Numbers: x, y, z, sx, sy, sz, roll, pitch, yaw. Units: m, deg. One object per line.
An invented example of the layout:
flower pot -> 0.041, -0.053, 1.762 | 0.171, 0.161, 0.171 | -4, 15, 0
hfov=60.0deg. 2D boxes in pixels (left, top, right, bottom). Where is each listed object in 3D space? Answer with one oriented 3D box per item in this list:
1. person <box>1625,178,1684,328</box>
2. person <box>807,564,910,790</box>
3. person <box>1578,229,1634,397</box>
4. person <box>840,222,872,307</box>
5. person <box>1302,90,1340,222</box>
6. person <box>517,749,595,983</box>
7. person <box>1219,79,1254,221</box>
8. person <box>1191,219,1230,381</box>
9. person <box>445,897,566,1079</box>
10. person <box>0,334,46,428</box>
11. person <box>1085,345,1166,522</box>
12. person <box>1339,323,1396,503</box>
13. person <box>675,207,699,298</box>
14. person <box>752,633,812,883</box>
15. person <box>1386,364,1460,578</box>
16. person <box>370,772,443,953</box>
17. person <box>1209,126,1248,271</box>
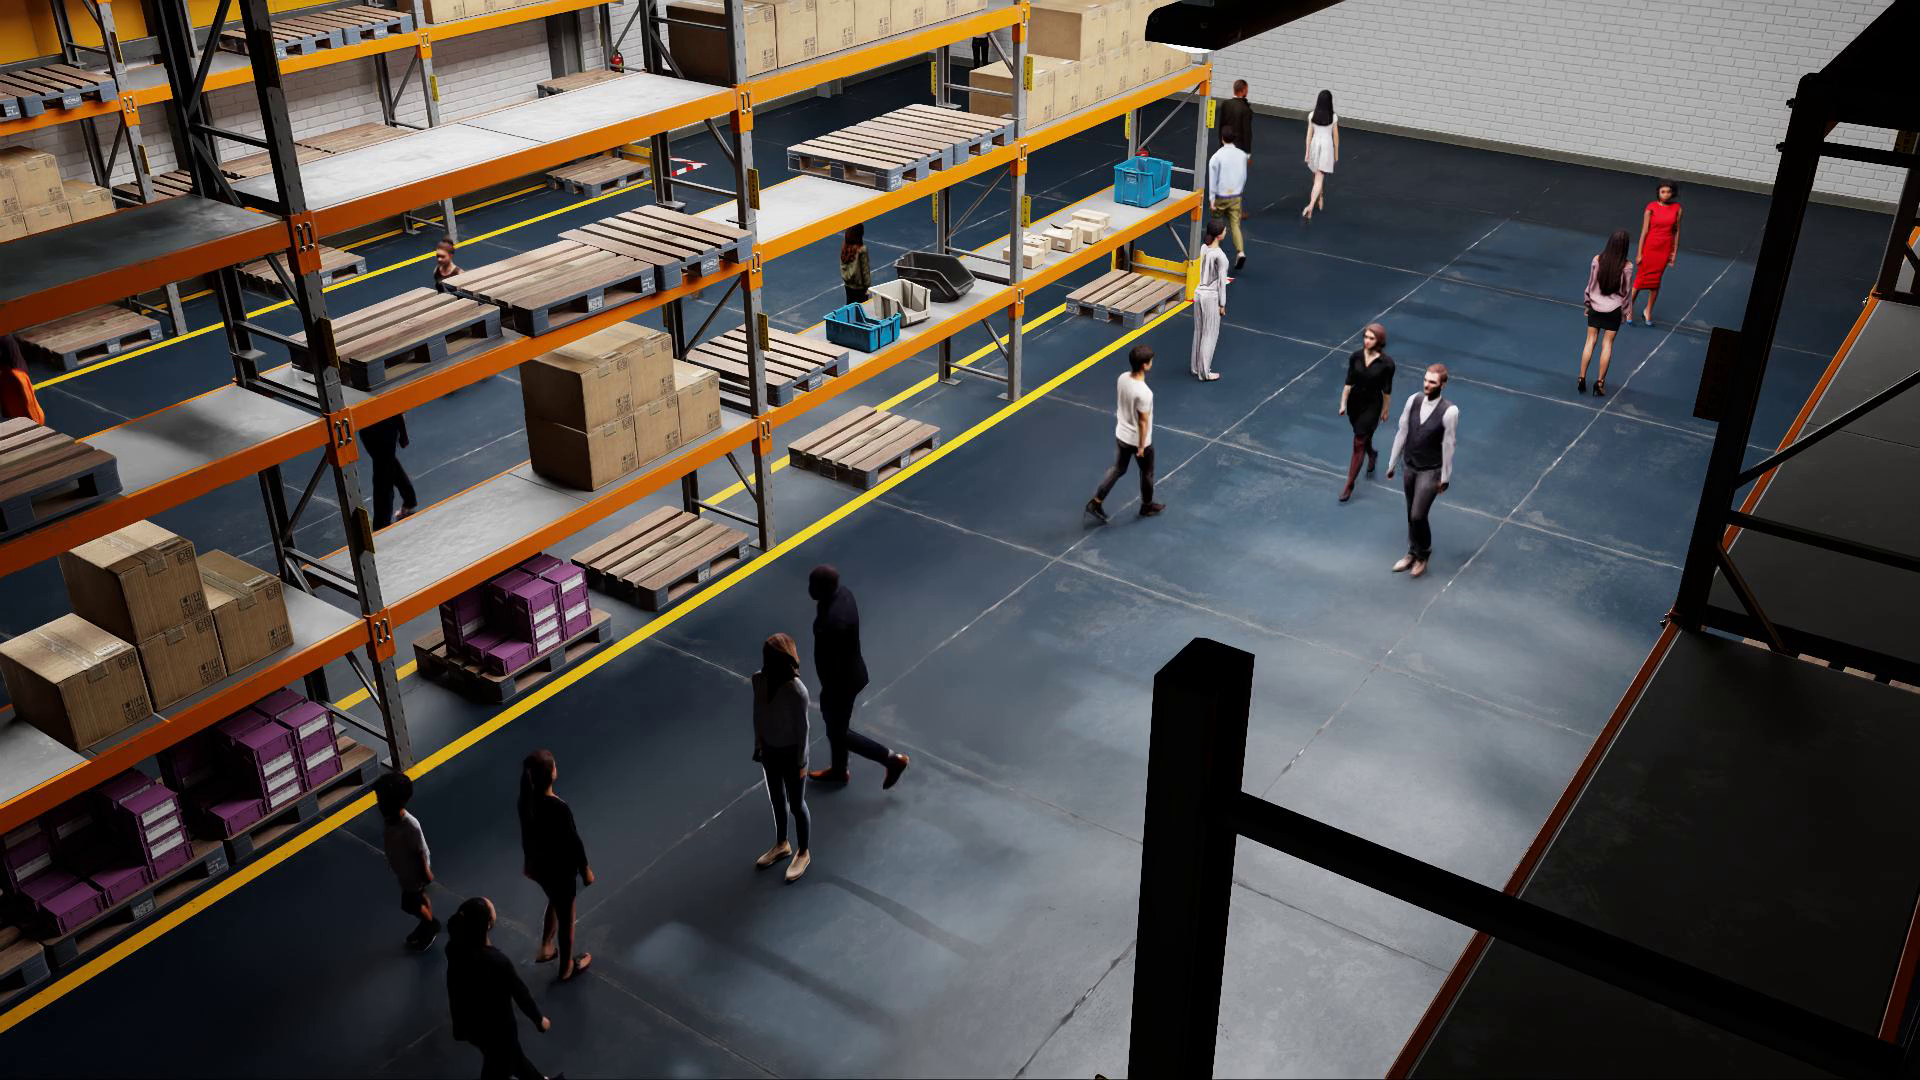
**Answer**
person -> 8.074, -3.333, 19.284 | 0.667, 1.742, 0.671 | -1, 29, -2
person -> -0.739, 0.961, 11.353 | 1.076, 1.799, 1.048 | -1, 29, -2
person -> 6.780, -2.386, 17.475 | 0.635, 1.812, 0.538 | 21, 35, 34
person -> -1.174, -2.888, 18.748 | 0.554, 1.474, 0.610 | -24, 37, -37
person -> 4.909, -5.199, 22.731 | 0.822, 1.717, 1.286 | 11, 31, 20
person -> -2.457, 1.952, 9.807 | 0.576, 1.539, 0.597 | 20, 34, 32
person -> 3.764, -5.365, 22.840 | 0.697, 1.904, 0.765 | -22, 36, -35
person -> 2.672, -2.588, 17.889 | 0.681, 1.770, 0.666 | -12, 31, -21
person -> -2.435, 2.601, 8.490 | 0.608, 1.661, 1.028 | 17, 33, 28
person -> -8.419, -1.090, 15.173 | 0.706, 1.740, 0.698 | -20, 34, -32
person -> 1.486, -0.936, 14.938 | 1.151, 1.696, 0.914 | -16, 33, -27
person -> 3.813, -1.236, 15.519 | 0.631, 1.665, 1.071 | 21, 35, 33
person -> -3.354, -3.441, 20.009 | 0.600, 1.237, 0.819 | 12, 31, 20
person -> -1.128, 1.365, 10.615 | 0.584, 1.796, 0.499 | 19, 34, 31
person -> 3.995, -0.633, 14.141 | 0.730, 1.927, 0.749 | -18, 33, -30
person -> -3.310, 1.929, 10.151 | 0.513, 1.250, 0.489 | 22, 35, 34
person -> 3.408, -4.293, 20.998 | 1.162, 1.786, 1.189 | -6, 29, -11
